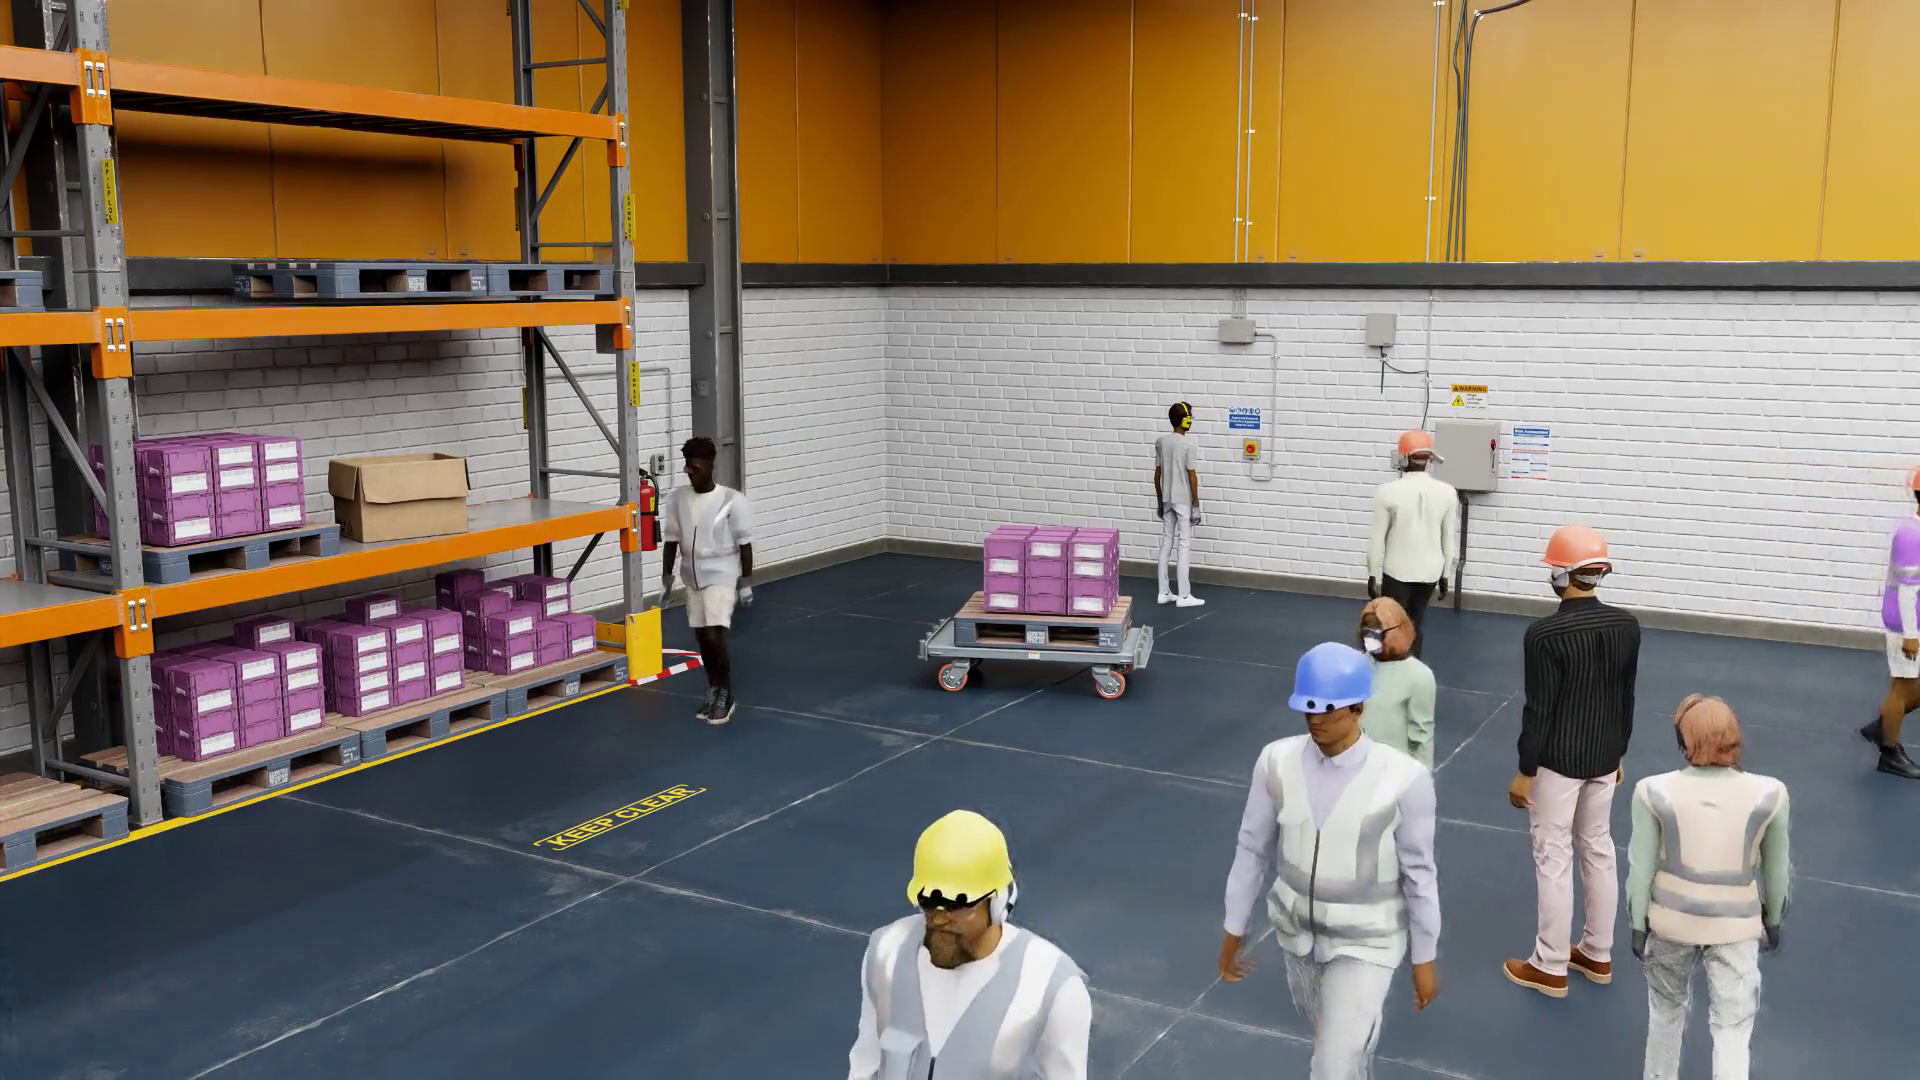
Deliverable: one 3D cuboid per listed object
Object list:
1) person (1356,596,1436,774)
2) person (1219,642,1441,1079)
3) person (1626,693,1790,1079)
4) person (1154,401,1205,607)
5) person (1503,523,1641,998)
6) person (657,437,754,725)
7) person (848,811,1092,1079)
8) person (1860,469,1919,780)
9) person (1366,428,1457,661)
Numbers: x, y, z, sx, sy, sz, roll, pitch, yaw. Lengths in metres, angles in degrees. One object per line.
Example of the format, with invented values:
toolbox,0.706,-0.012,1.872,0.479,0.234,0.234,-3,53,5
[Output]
person,1.846,1.047,7.398,0.456,1.624,0.535,-6,11,-35
person,1.101,1.260,5.189,0.651,1.895,0.982,8,12,42
person,2.533,1.333,5.646,0.519,1.608,0.762,3,10,20
person,1.998,-0.329,15.199,0.328,1.874,0.521,-8,12,-40
person,2.569,0.920,7.025,0.623,1.992,0.396,-5,10,-27
person,-1.715,0.277,11.191,0.612,1.947,0.586,4,10,26
person,0.001,1.507,3.933,0.595,1.819,0.417,5,11,30
person,5.731,0.484,9.950,0.554,1.922,0.419,-8,12,-39
person,3.134,0.218,11.475,0.621,1.970,0.784,-1,9,-9
